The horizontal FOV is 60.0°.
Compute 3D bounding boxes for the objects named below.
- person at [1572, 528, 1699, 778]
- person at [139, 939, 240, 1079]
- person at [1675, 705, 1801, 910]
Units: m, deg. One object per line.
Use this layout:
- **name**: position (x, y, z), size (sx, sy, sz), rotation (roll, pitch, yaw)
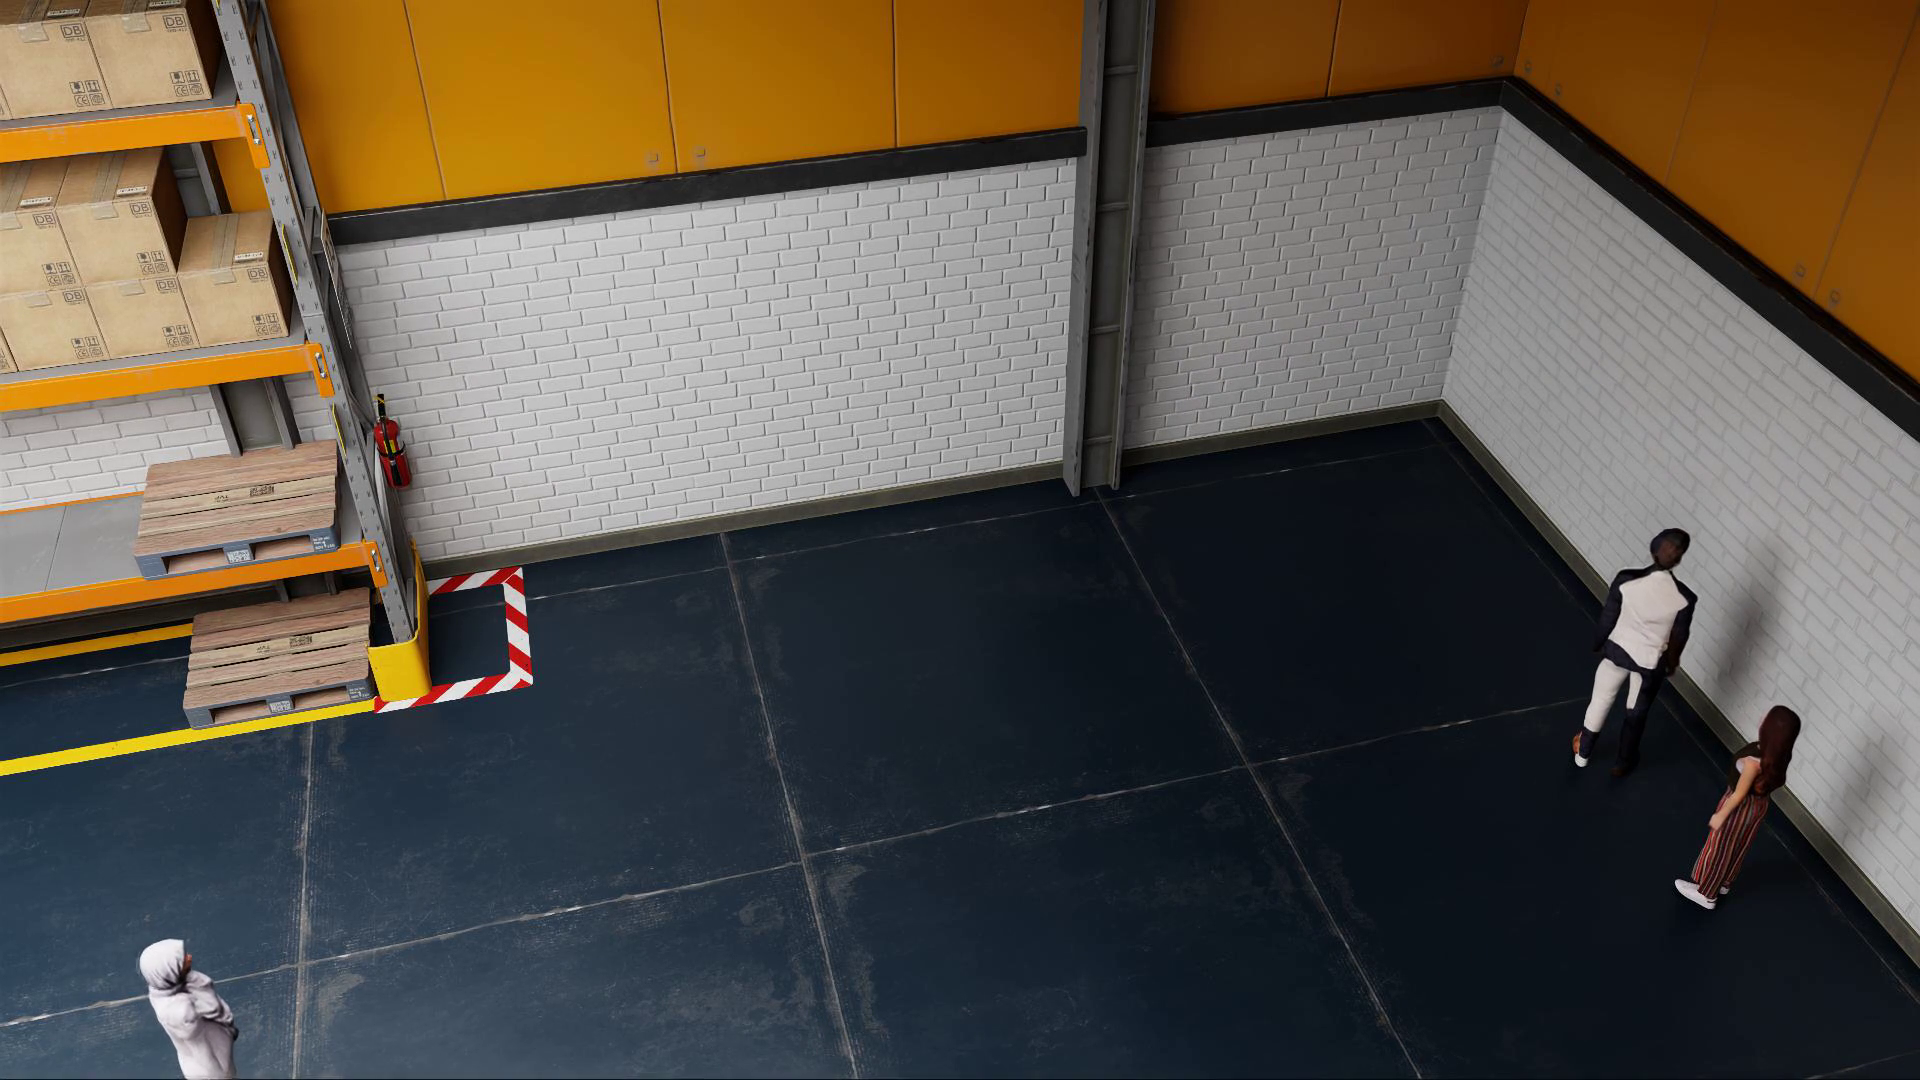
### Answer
- **person**: position (4.245, 0.722, 10.457), size (0.765, 1.891, 0.828), rotation (20, 43, 23)
- **person**: position (-3.717, 2.583, 8.220), size (0.641, 1.776, 0.676), rotation (-22, 44, -25)
- **person**: position (4.573, 1.537, 9.700), size (0.577, 1.564, 0.685), rotation (-27, 46, -29)
